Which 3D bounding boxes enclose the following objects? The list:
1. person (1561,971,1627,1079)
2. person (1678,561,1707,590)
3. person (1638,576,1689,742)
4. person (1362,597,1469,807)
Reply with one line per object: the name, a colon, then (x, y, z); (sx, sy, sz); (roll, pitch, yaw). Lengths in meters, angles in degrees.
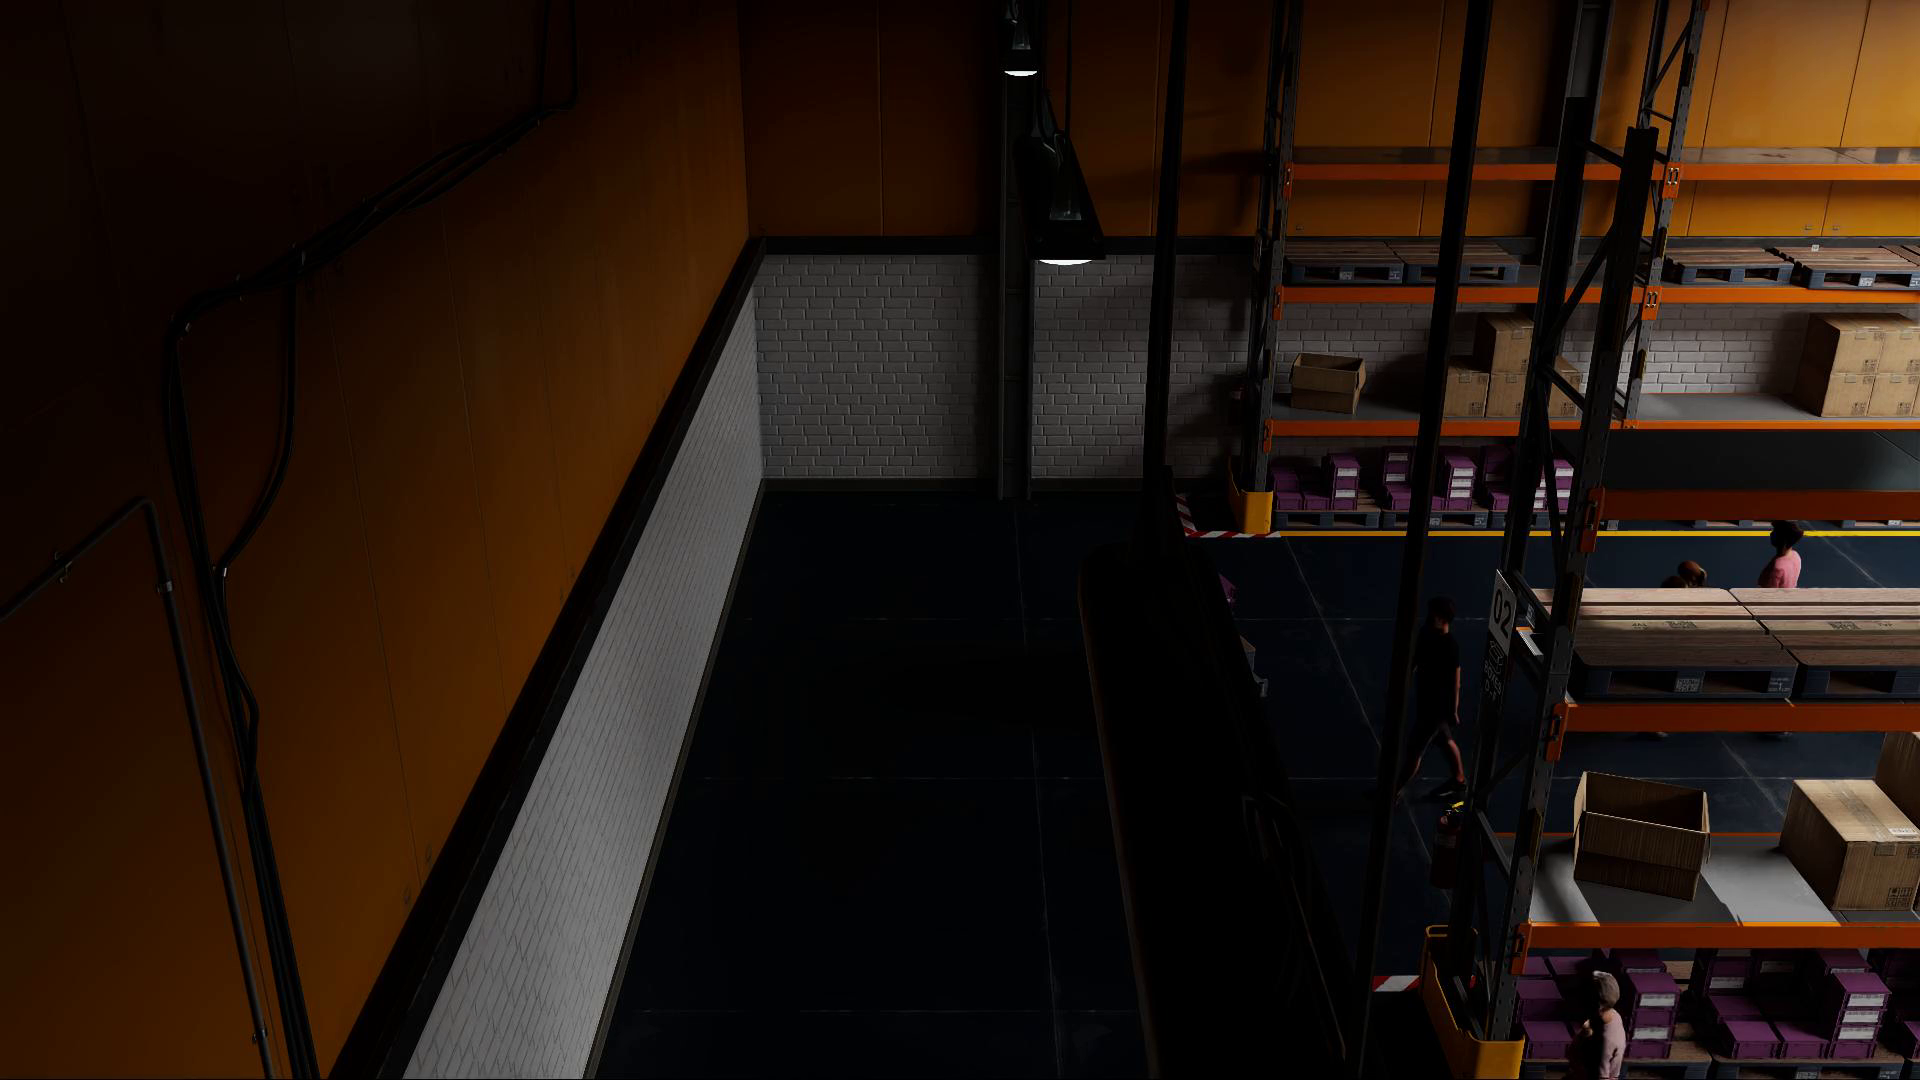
person: (3.577, 3.145, 9.191); (0.960, 1.673, 0.823); (11, 26, 23)
person: (6.579, 0.805, 15.019); (0.914, 1.293, 0.648); (5, 24, 12)
person: (6.027, 0.994, 14.327); (0.559, 1.500, 0.560); (1, 24, 1)
person: (3.859, 1.296, 13.238); (1.203, 1.819, 0.758); (-3, 24, -6)
